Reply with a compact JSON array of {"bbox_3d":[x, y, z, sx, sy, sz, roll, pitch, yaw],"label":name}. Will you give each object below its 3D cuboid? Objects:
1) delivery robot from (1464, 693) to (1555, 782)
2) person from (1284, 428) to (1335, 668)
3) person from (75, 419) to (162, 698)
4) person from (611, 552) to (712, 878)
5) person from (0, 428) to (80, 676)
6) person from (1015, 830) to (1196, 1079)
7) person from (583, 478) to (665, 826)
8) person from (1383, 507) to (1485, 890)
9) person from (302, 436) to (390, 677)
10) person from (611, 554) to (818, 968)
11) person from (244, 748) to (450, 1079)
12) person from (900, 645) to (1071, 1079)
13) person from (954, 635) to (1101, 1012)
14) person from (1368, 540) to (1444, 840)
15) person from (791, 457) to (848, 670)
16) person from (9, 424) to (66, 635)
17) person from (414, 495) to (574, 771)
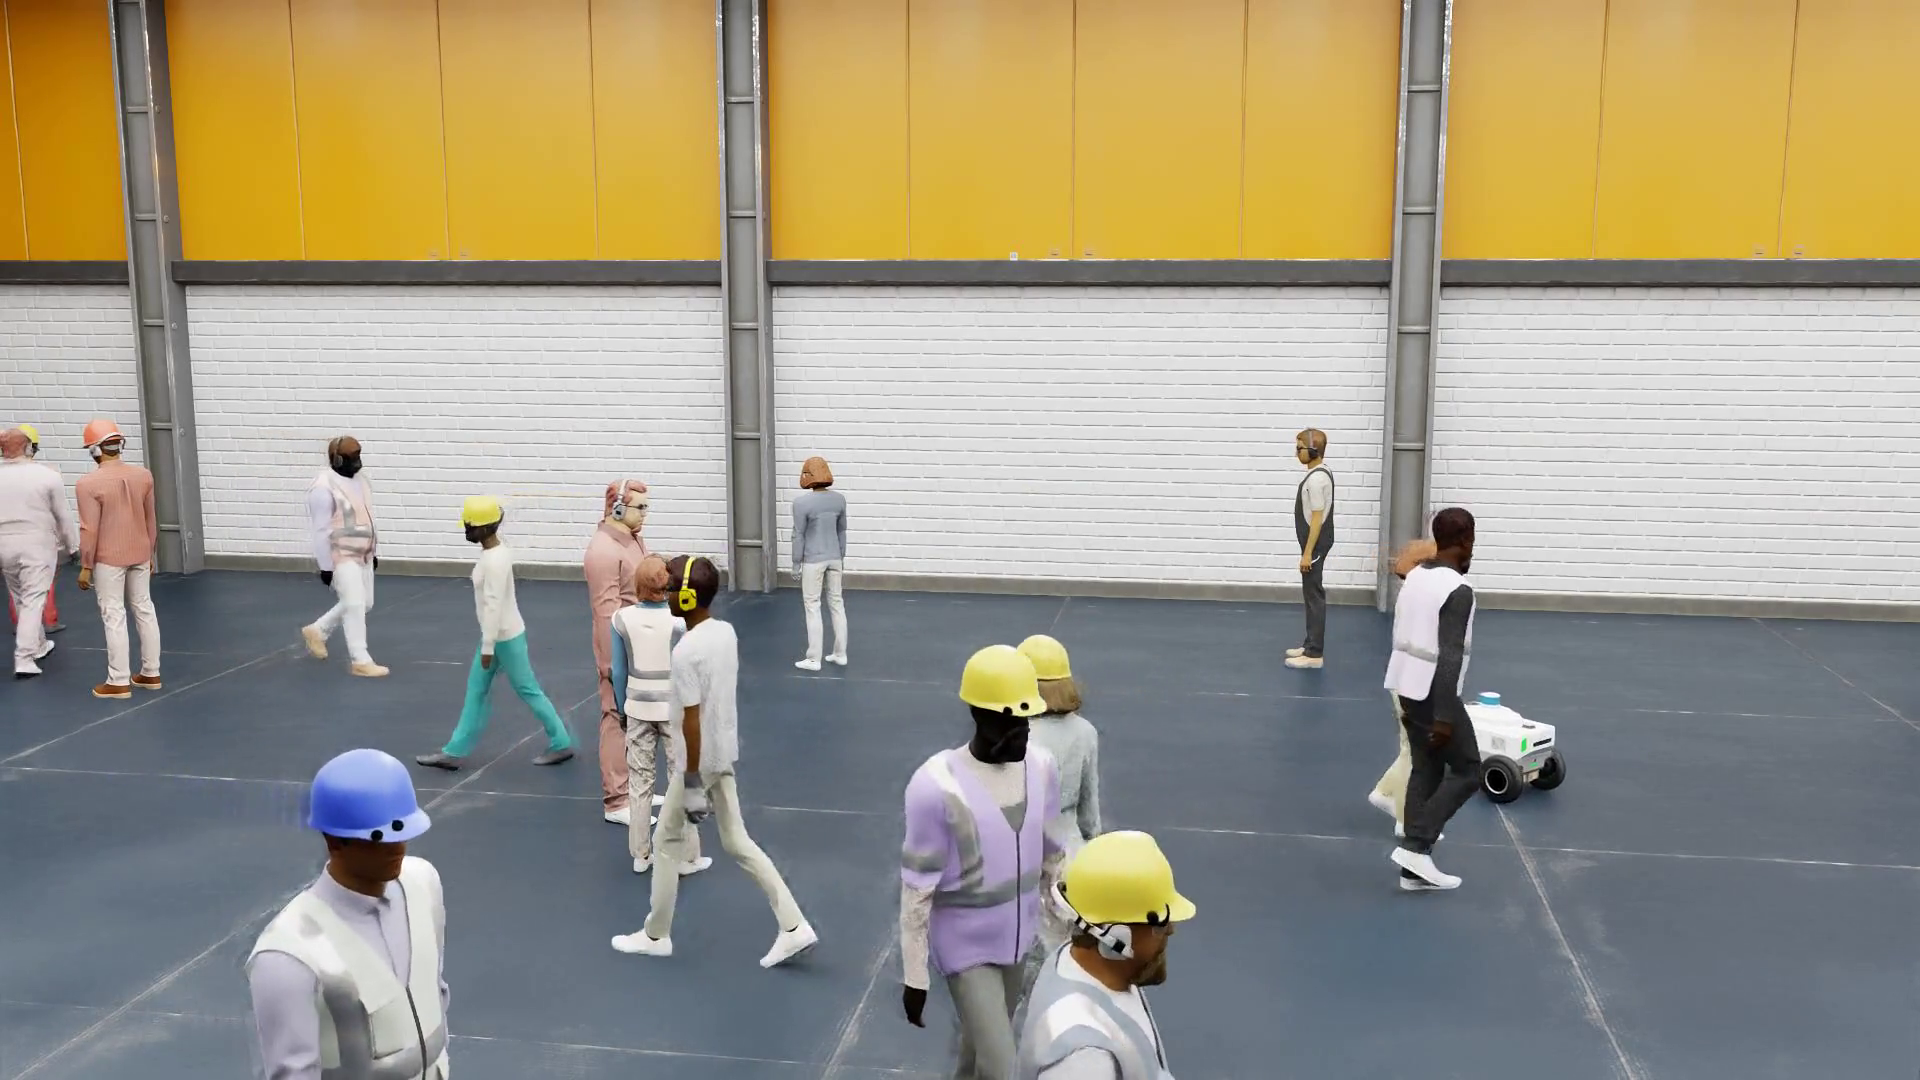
[{"bbox_3d":[3.103,1.139,9.753,0.477,0.478,0.707,-7,12,-37],"label":"delivery robot"},{"bbox_3d":[2.684,0.060,12.733,0.345,1.845,0.508,2,10,14],"label":"person"},{"bbox_3d":[-6.005,0.133,11.847,0.392,1.986,0.610,4,10,24],"label":"person"},{"bbox_3d":[-1.490,0.877,8.312,0.514,1.644,0.308,2,9,12],"label":"person"},{"bbox_3d":[-7.076,0.078,12.619,0.642,1.856,1.012,-1,9,-5],"label":"person"},{"bbox_3d":[0.247,1.527,3.769,0.554,1.816,0.602,1,9,9],"label":"person"},{"bbox_3d":[-1.829,0.607,9.181,0.410,1.905,0.641,0,9,0],"label":"person"},{"bbox_3d":[2.326,0.780,8.152,0.449,1.874,0.661,-2,9,-11],"label":"person"},{"bbox_3d":[-4.651,0.118,12.443,0.680,1.824,0.644,2,9,10],"label":"person"},{"bbox_3d":[-1.071,0.959,7.216,0.951,1.834,0.520,3,10,21],"label":"person"},{"bbox_3d":[-1.373,1.434,3.988,0.518,1.925,0.639,4,10,22],"label":"person"},{"bbox_3d":[0.180,1.267,5.085,0.778,1.901,0.613,9,13,43],"label":"person"},{"bbox_3d":[0.254,1.193,6.181,0.882,1.697,0.506,8,12,40],"label":"person"},{"bbox_3d":[2.436,0.799,8.858,0.328,1.623,0.511,3,10,18],"label":"person"},{"bbox_3d":[-1.074,0.176,12.701,0.497,1.626,0.289,-9,13,-43],"label":"person"},{"bbox_3d":[-7.764,-0.085,13.895,0.518,1.756,0.342,-2,9,-10],"label":"person"},{"bbox_3d":[-2.791,0.569,9.999,0.943,1.707,0.538,-3,10,-20],"label":"person"}]
